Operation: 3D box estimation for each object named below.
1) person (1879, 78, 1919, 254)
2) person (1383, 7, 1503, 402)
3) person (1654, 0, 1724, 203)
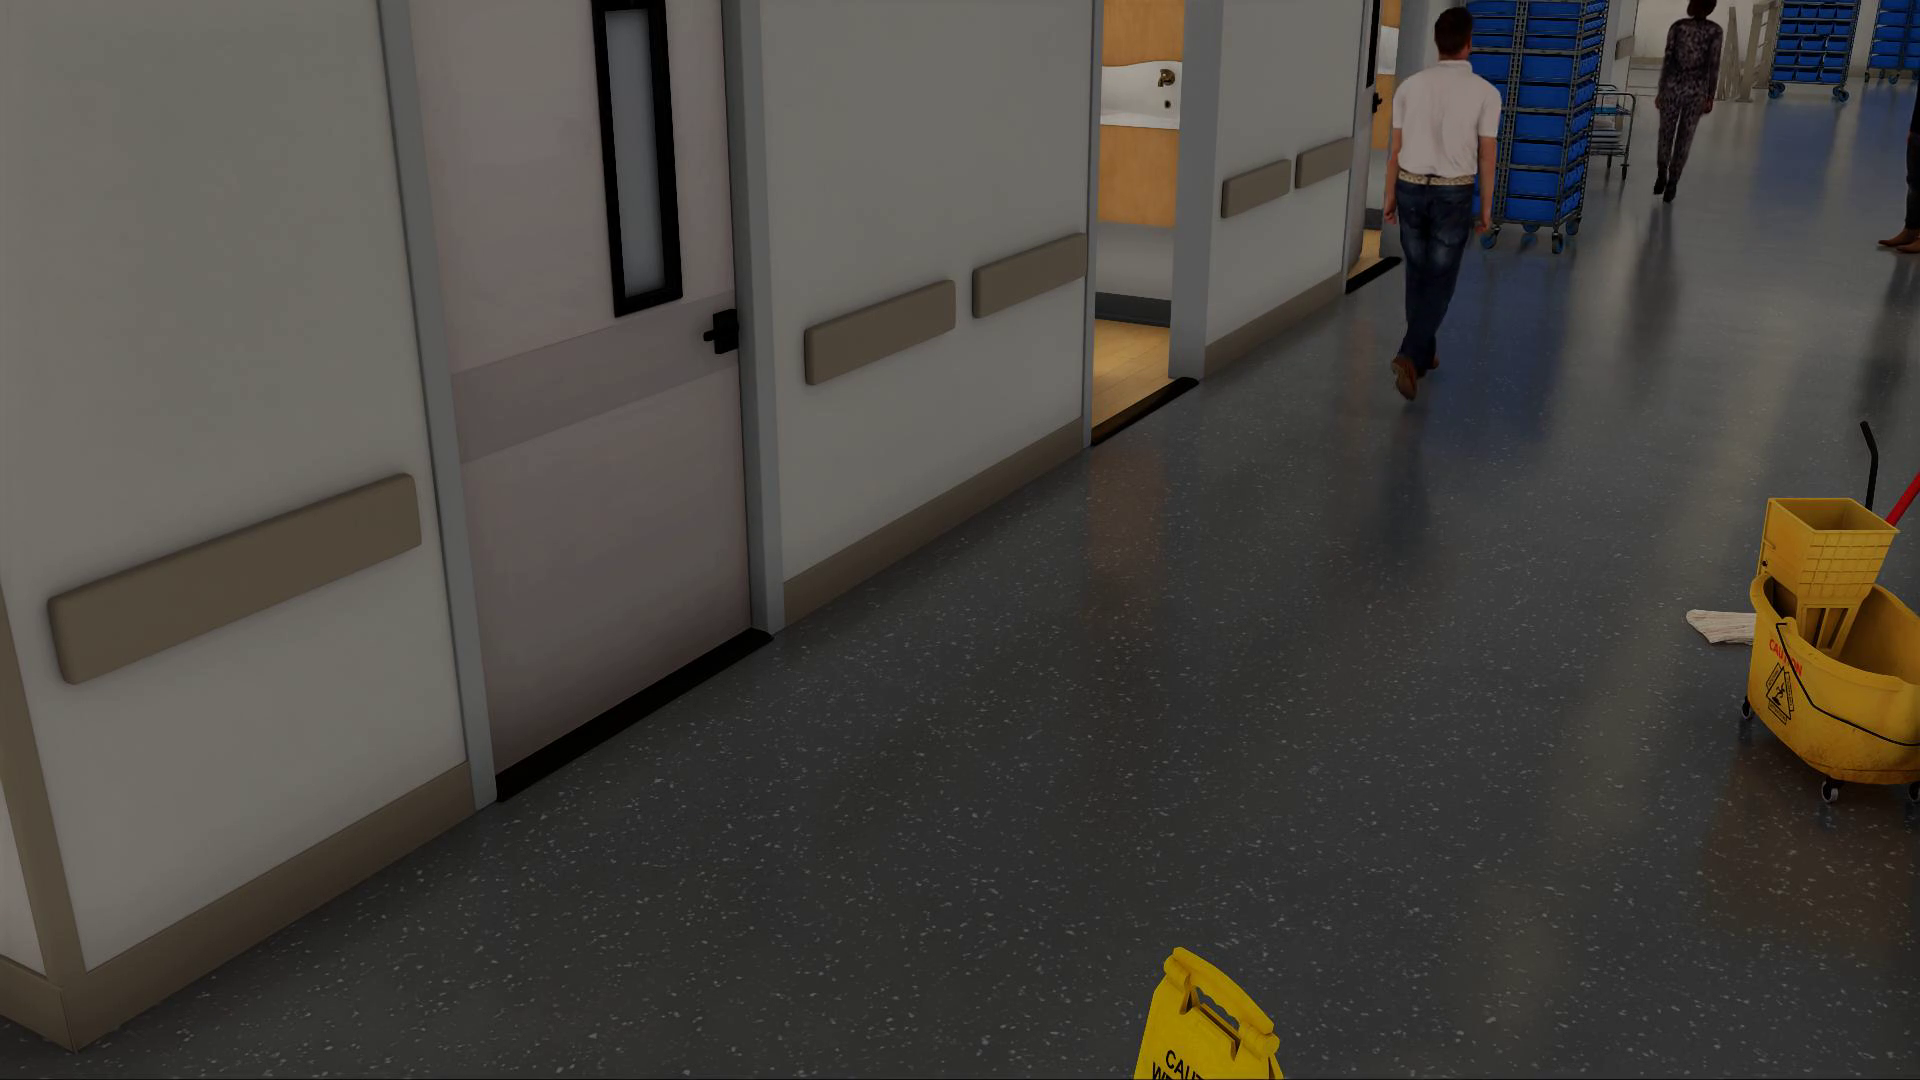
[{"bbox_3d":[6.813,-2.891,11.607,0.781,1.723,0.660,0,21,-1],"label":"person"},{"bbox_3d":[2.260,-1.587,8.029,0.666,1.819,1.179,12,24,28],"label":"person"},{"bbox_3d":[5.869,-3.601,13.503,0.582,1.707,0.616,11,24,28],"label":"person"}]
